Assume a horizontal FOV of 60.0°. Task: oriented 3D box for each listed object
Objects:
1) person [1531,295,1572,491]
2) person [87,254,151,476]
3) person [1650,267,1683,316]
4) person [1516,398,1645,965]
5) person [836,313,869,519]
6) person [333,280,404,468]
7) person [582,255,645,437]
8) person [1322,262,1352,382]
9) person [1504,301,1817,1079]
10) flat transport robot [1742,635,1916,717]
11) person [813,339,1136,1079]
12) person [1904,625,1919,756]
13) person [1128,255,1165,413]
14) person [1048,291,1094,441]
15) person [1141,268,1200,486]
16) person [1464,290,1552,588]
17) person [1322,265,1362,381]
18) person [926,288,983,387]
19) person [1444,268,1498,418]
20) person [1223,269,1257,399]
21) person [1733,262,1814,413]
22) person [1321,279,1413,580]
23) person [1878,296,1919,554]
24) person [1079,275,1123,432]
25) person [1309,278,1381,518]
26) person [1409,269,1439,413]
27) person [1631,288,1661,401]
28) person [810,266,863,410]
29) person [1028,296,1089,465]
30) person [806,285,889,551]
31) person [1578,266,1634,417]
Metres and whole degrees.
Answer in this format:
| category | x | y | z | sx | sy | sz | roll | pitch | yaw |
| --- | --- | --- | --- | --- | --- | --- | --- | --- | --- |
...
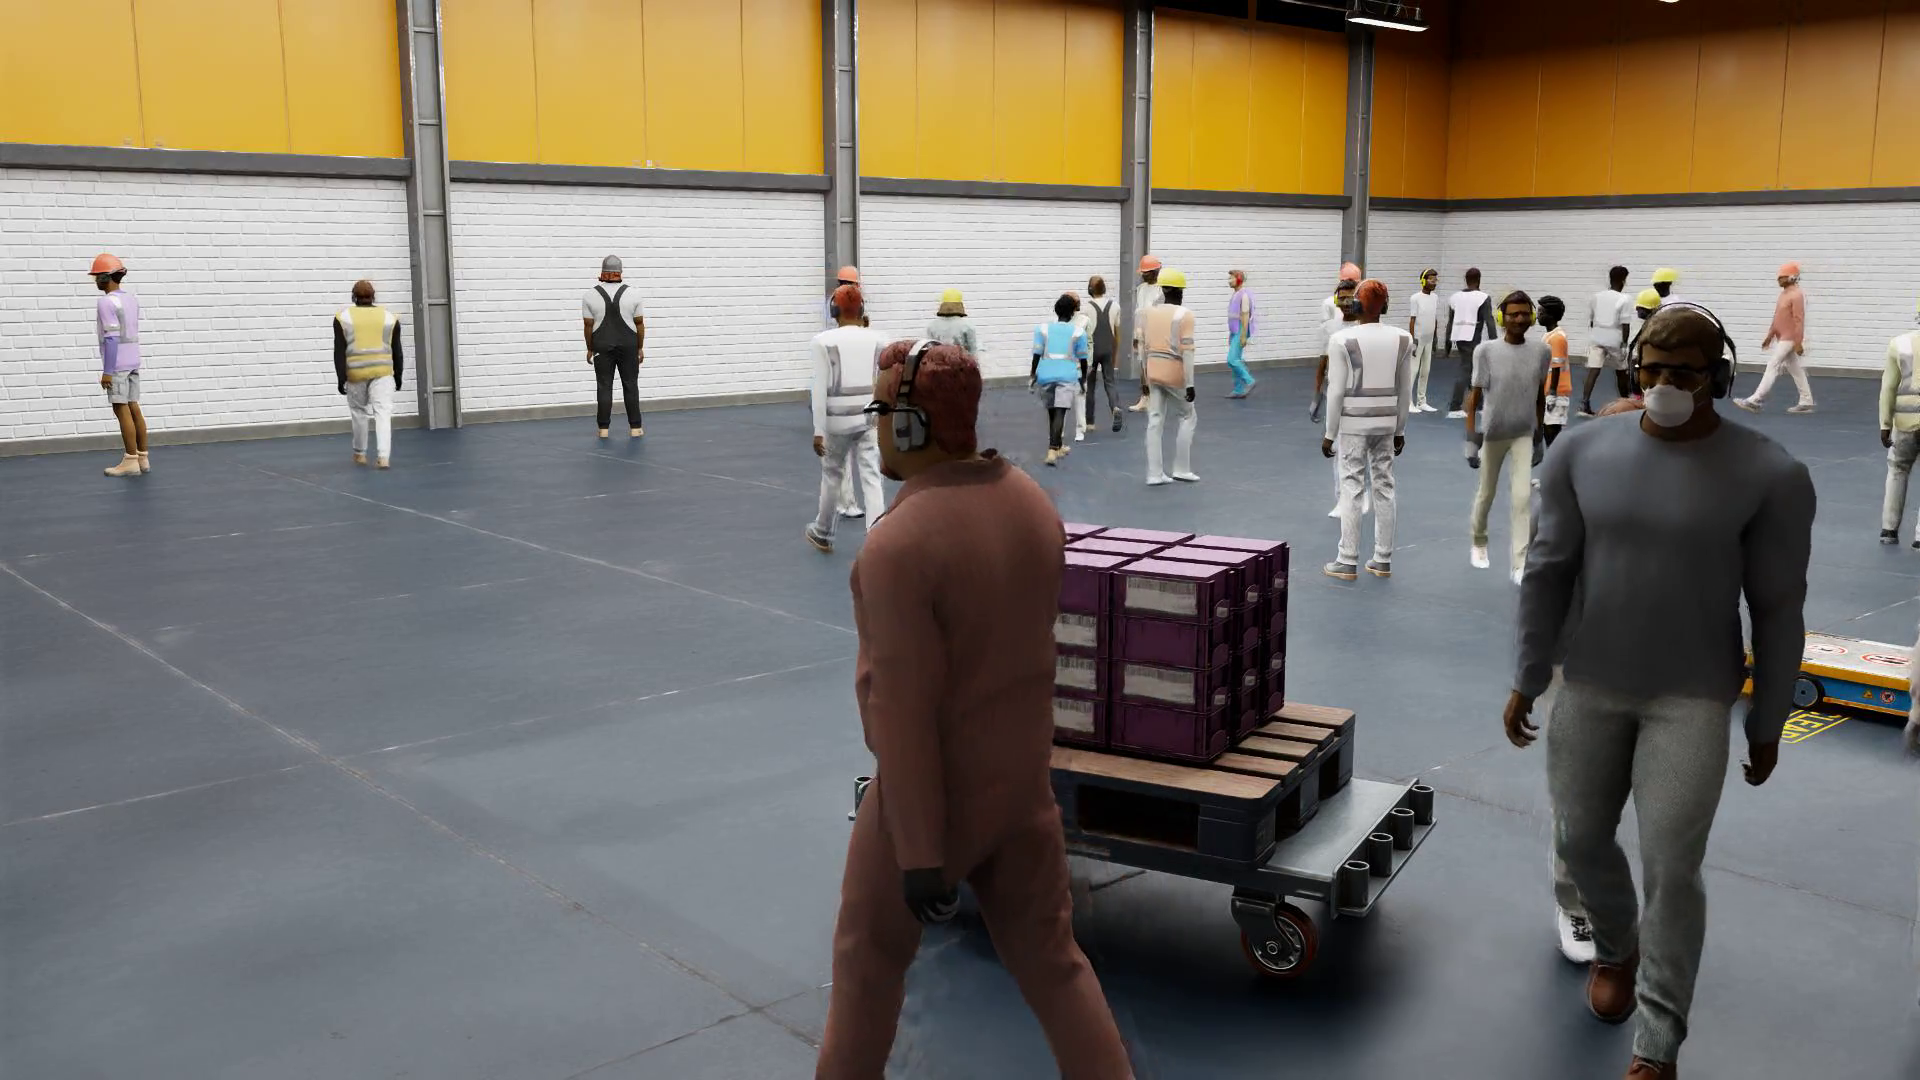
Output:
| category | x | y | z | sx | sy | sz | roll | pitch | yaw |
| --- | --- | --- | --- | --- | --- | --- | --- | --- | --- |
| person | 5.118 | -1.270 | 14.411 | 0.325 | 1.687 | 0.536 | 2 | 10 | 9 |
| person | -7.788 | -1.610 | 15.358 | 0.389 | 2.041 | 0.614 | -1 | 10 | -4 |
| person | 8.608 | -2.376 | 20.284 | 0.863 | 1.904 | 0.593 | -1 | 10 | -4 |
| person | 1.894 | 0.409 | 4.757 | 0.516 | 1.614 | 0.548 | -1 | 10 | -4 |
| person | -0.815 | -0.964 | 12.822 | 0.529 | 1.602 | 0.785 | -7 | 12 | -36 |
| person | -5.677 | -1.591 | 15.998 | 0.648 | 1.791 | 0.977 | -5 | 11 | -27 |
| person | -3.875 | -2.174 | 18.671 | 0.675 | 2.000 | 0.536 | -2 | 10 | -9 |
| person | 6.136 | -3.477 | 26.662 | 0.783 | 1.910 | 0.572 | -9 | 13 | -44 |
| person | 1.715 | 0.376 | 4.098 | 0.641 | 1.918 | 0.714 | 8 | 13 | 40 |
| flat transport robot | 4.208 | 0.638 | 7.379 | 0.652 | 0.197 | 1.431 | -8 | 13 | -41 |
| person | 0.020 | 0.515 | 3.480 | 0.977 | 1.865 | 0.644 | 7 | 12 | 37 |
| person | 2.843 | 0.472 | 4.431 | 0.524 | 1.611 | 0.540 | 7 | 12 | 37 |
| person | 2.445 | -2.641 | 21.428 | 0.392 | 2.033 | 0.605 | -7 | 12 | -37 |
| person | 1.208 | -1.898 | 18.225 | 0.522 | 1.638 | 0.311 | 4 | 11 | 23 |
| person | 1.903 | -1.438 | 14.727 | 0.612 | 1.907 | 0.650 | 9 | 13 | 43 |
| person | 3.430 | -0.658 | 10.480 | 0.538 | 1.815 | 0.991 | 1 | 10 | 4 |
| person | 4.301 | -2.098 | 18.560 | 0.560 | 1.923 | 0.506 | 3 | 10 | 19 |
| person | -0.043 | -1.537 | 15.895 | 0.505 | 1.721 | 0.701 | 4 | 11 | 24 |
| person | 6.505 | -2.480 | 20.980 | 0.956 | 1.858 | 0.685 | -6 | 11 | -30 |
| person | 3.931 | -2.898 | 23.498 | 0.442 | 1.832 | 0.596 | -1 | 10 | -6 |
| person | 10.581 | -2.597 | 21.443 | 1.025 | 1.933 | 0.623 | 2 | 10 | 14 |
| person | 2.544 | -0.688 | 10.430 | 0.574 | 1.883 | 0.356 | -3 | 10 | -16 |
| person | 6.646 | -0.825 | 11.437 | 0.606 | 1.807 | 0.696 | 5 | 11 | 26 |
| person | 1.623 | -2.119 | 19.015 | 0.511 | 1.817 | 0.798 | -2 | 10 | -10 |
| person | 2.966 | -1.083 | 12.817 | 0.534 | 1.853 | 0.391 | 7 | 12 | 36 |
| person | 6.011 | -2.574 | 21.556 | 0.507 | 1.861 | 0.329 | -7 | 12 | -34 |
| person | 6.455 | -1.489 | 15.562 | 0.489 | 1.725 | 0.544 | 0 | 10 | -3 |
| person | -1.397 | -2.201 | 19.206 | 0.588 | 1.912 | 0.598 | 1 | 10 | 3 |
| person | 0.963 | -1.560 | 16.259 | 0.572 | 1.633 | 0.874 | 3 | 10 | 16 |
| person | -0.742 | -0.775 | 11.094 | 0.612 | 1.829 | 0.980 | -5 | 11 | -26 |
| person | 8.187 | -2.494 | 20.951 | 1.055 | 1.905 | 0.621 | -8 | 13 | -41 |
